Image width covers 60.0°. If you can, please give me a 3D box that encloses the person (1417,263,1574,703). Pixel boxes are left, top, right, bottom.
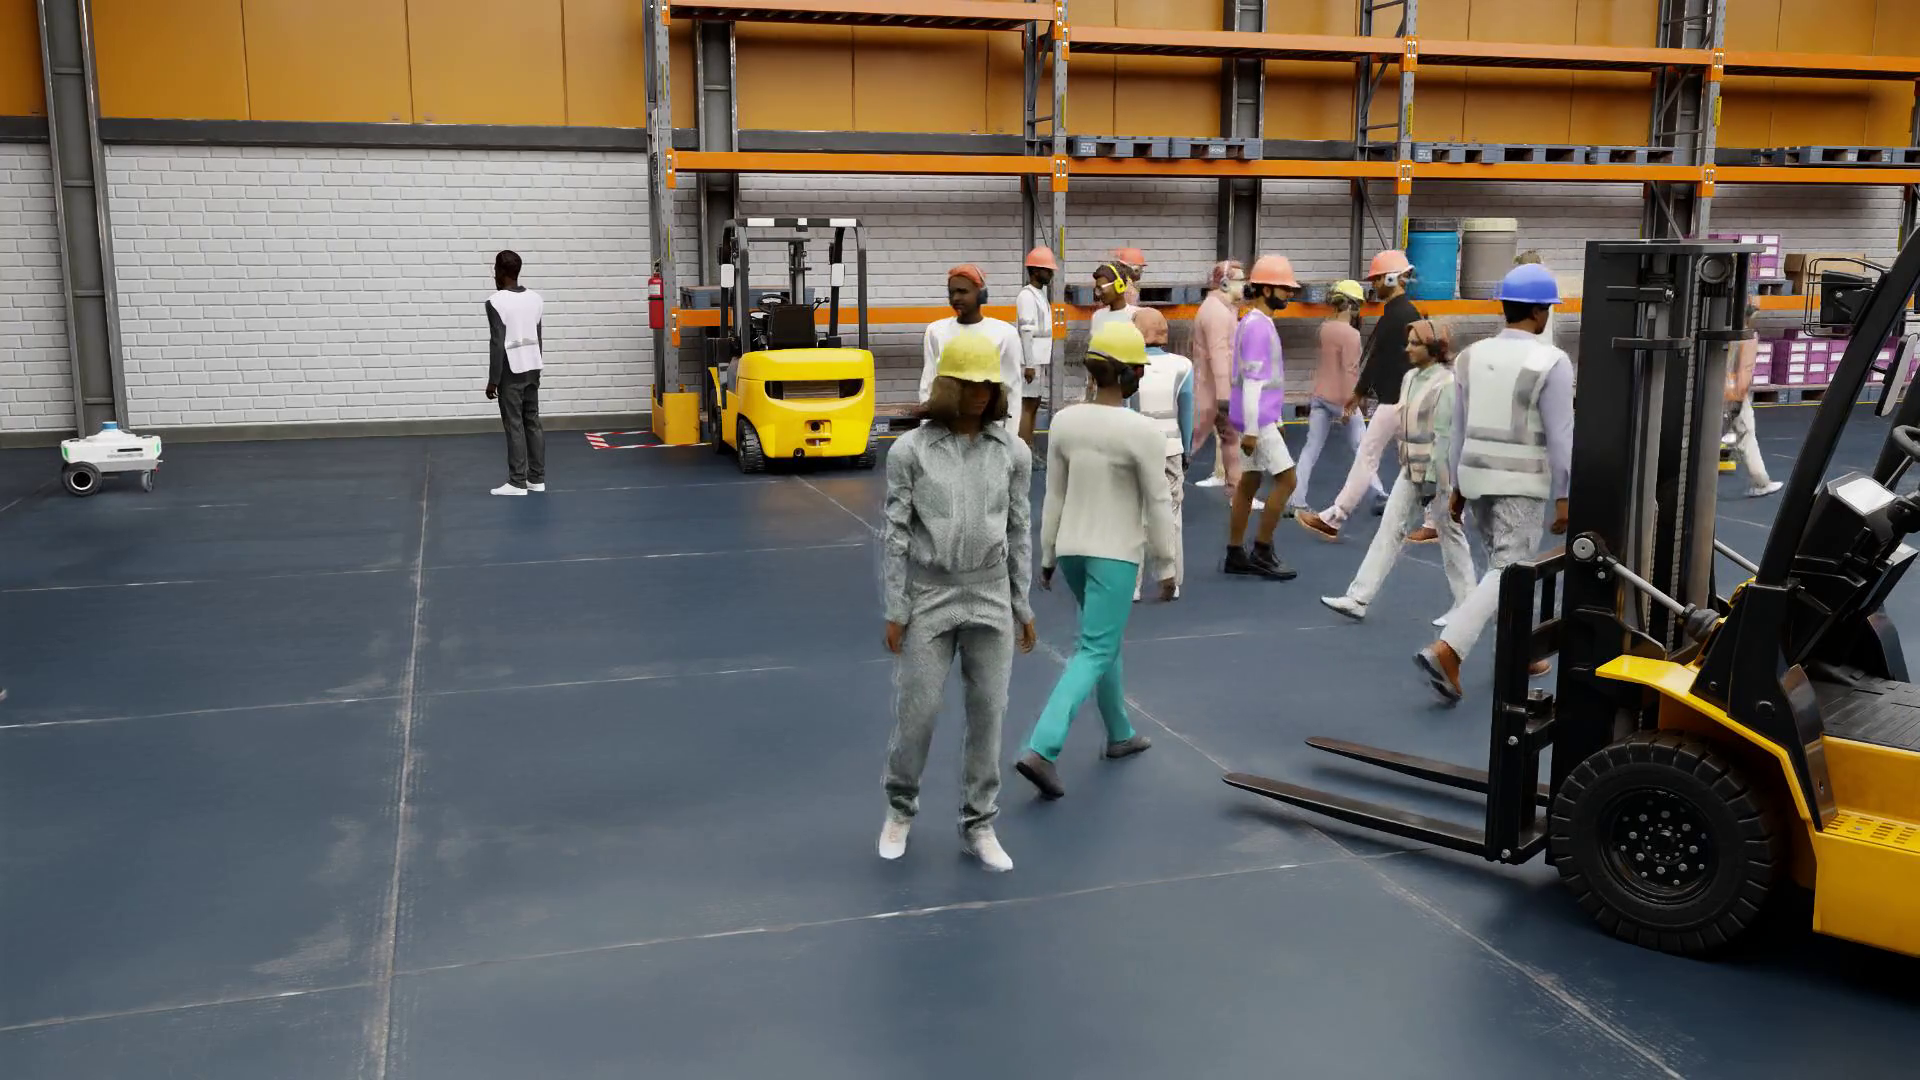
[{"bbox_3d":[2.355,-0.247,7.292,0.904,1.919,0.620,-6,12,-31],"label":"person"}]

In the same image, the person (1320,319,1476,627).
[{"bbox_3d":[2.329,-0.325,8.566,0.846,1.596,0.548,-3,11,-14],"label":"person"}]

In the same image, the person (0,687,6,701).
[{"bbox_3d":[-4.405,-0.177,7.148,0.591,1.825,0.403,9,14,41],"label":"person"}]

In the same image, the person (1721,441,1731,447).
[{"bbox_3d":[6.694,-1.596,15.180,0.868,1.717,0.546,1,10,8],"label":"person"}]

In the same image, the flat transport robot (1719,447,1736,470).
[{"bbox_3d":[6.352,-0.814,14.883,0.652,0.197,1.431,1,10,5],"label":"flat transport robot"}]

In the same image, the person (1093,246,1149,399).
[{"bbox_3d":[1.460,-1.770,15.570,1.036,1.944,0.634,-4,11,-20],"label":"person"}]

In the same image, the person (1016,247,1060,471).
[{"bbox_3d":[0.677,-1.571,14.474,0.377,1.932,0.552,3,11,14],"label":"person"}]

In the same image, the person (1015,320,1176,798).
[{"bbox_3d":[0.485,0.058,6.129,0.879,1.728,0.530,-10,14,-44],"label":"person"}]

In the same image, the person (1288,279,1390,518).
[{"bbox_3d":[2.777,-1.002,11.966,0.897,1.713,0.512,-4,11,-20],"label":"person"}]

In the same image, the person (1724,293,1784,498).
[{"bbox_3d":[5.985,-1.105,12.874,0.847,1.590,0.521,-3,11,-15],"label":"person"}]

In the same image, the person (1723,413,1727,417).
[{"bbox_3d":[8.439,-2.243,18.508,0.995,1.830,0.508,-3,11,-15],"label":"person"}]

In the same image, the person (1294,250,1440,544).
[{"bbox_3d":[2.783,-0.924,10.939,1.054,1.926,0.606,2,11,12],"label":"person"}]

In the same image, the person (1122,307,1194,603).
[{"bbox_3d":[1.048,-0.463,9.213,0.514,1.640,0.310,-2,11,-13],"label":"person"}]

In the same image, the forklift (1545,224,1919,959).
[{"bbox_3d":[2.909,0.117,4.508,2.313,2.155,1.214,9,14,40],"label":"forklift"}]

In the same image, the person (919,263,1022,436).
[{"bbox_3d":[0.045,-0.556,9.050,0.583,1.882,0.337,4,11,23],"label":"person"}]

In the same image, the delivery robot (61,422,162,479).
[{"bbox_3d":[-6.738,-0.699,13.221,0.707,0.478,0.477,-5,12,-28],"label":"delivery robot"}]

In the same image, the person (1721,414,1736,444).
[{"bbox_3d":[7.275,-1.846,16.148,1.052,1.873,0.610,-4,11,-22],"label":"person"}]

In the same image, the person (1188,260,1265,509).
[{"bbox_3d":[1.806,-1.137,12.312,0.955,1.867,0.652,2,11,12],"label":"person"}]

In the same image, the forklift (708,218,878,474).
[{"bbox_3d":[-1.522,-1.778,14.899,1.214,2.155,2.313,-3,11,-17],"label":"forklift"}]

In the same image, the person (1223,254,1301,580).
[{"bbox_3d":[1.840,-0.713,9.838,0.578,1.920,0.544,1,10,7],"label":"person"}]

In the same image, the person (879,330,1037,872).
[{"bbox_3d":[-0.026,0.198,5.357,0.529,1.729,0.459,-3,11,-17],"label":"person"}]

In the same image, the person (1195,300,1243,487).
[{"bbox_3d":[2.184,-1.236,13.484,0.495,1.618,0.519,-1,10,-7],"label":"person"}]

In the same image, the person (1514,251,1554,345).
[{"bbox_3d":[4.971,-1.624,14.883,0.918,1.892,0.653,8,13,37],"label":"person"}]

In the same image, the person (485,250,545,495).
[{"bbox_3d":[-3.489,-1.307,13.072,0.393,1.919,0.589,4,11,23],"label":"person"}]

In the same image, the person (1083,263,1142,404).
[{"bbox_3d":[1.108,-0.992,11.577,0.409,1.841,0.522,-9,14,-42],"label":"person"}]
